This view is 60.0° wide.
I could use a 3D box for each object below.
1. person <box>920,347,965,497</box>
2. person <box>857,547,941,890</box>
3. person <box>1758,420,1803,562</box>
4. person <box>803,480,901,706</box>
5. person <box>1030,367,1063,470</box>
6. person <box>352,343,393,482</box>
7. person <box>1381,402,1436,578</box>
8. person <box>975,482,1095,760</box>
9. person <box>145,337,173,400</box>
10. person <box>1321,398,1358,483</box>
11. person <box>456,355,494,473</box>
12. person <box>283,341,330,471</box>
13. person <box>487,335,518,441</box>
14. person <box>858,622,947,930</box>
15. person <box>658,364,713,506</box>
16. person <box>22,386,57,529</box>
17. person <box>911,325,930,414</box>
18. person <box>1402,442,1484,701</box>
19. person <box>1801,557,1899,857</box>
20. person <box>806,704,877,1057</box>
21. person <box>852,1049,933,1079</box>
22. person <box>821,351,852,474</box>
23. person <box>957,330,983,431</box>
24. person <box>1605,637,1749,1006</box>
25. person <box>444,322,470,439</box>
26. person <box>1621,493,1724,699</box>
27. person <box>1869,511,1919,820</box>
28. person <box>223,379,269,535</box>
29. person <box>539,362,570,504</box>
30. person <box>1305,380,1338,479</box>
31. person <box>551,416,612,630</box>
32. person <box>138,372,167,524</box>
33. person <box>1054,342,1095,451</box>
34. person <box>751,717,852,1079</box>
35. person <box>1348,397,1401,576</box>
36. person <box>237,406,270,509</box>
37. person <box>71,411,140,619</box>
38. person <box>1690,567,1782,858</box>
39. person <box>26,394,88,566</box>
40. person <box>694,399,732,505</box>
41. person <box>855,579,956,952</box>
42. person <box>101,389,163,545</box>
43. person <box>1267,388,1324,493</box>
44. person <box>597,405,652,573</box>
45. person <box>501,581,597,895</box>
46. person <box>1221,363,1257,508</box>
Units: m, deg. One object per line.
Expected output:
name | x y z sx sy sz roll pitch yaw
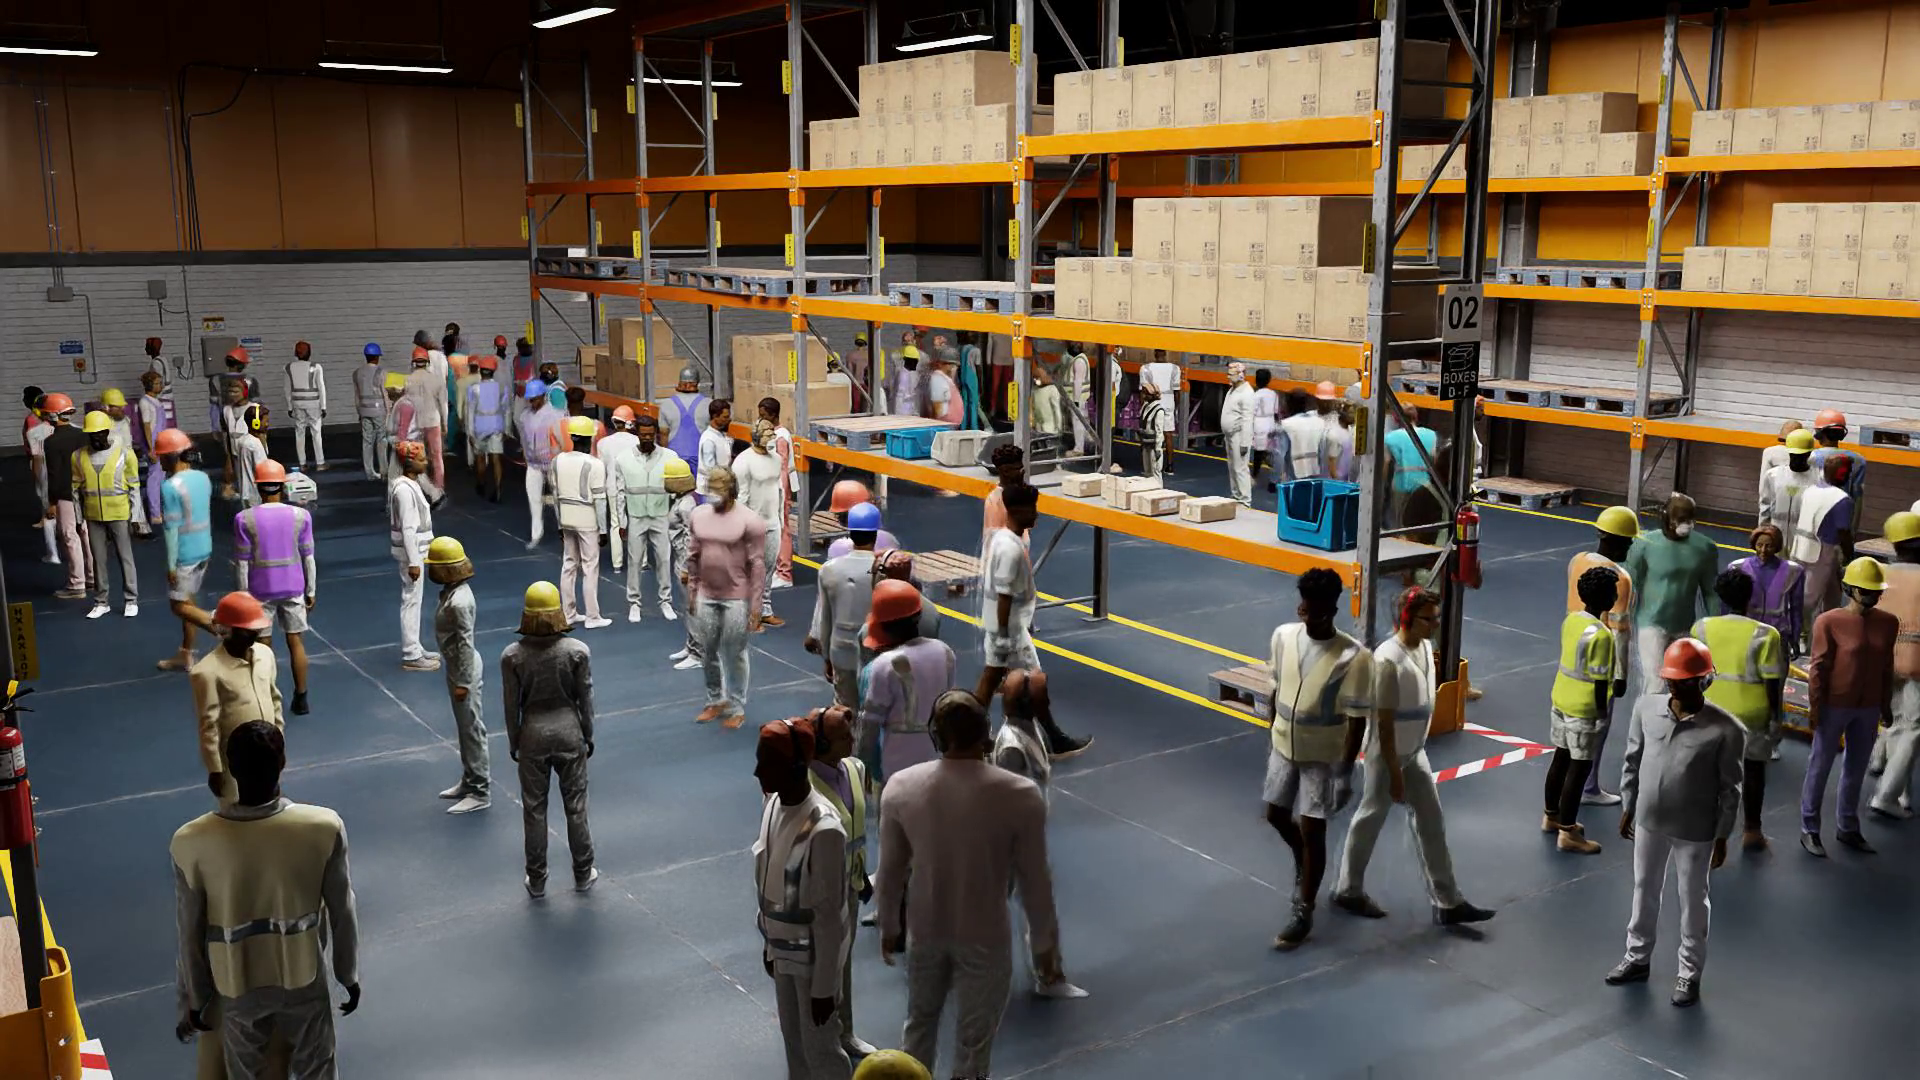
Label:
person | -0.265 -1.566 21.868 0.655 2.000 0.727 1 11 5
person | -0.372 0.983 9.165 0.401 1.910 0.640 6 13 29
person | 8.448 -0.415 17.020 0.507 1.631 0.266 5 12 25
person | -0.733 0.585 11.035 1.024 1.978 0.600 8 13 34
person | 1.168 -1.608 23.196 0.332 1.615 0.512 -9 14 -39
person | -8.157 -1.774 23.199 0.606 1.939 0.417 4 12 21
person | 4.568 -0.506 17.003 0.603 1.814 0.543 -1 11 -5
person | 0.477 0.558 11.275 0.941 1.923 0.636 -1 11 -3
person | -12.064 -2.113 25.073 0.355 1.883 0.573 -3 12 -16
person | 4.040 -0.565 17.290 0.718 1.818 0.553 8 14 35
person | -6.984 -1.815 24.017 0.548 1.698 0.883 -4 12 -18
person | -9.509 -1.944 24.196 0.576 1.886 0.362 0 11 1
person | -7.506 -2.483 27.293 0.563 1.752 0.327 -10 15 -42
person | -0.329 1.185 8.567 0.573 1.738 0.351 10 15 41
person | -3.040 -0.970 18.816 0.682 2.000 0.536 0 11 -2
person | -10.925 -0.982 19.759 0.318 1.697 0.535 -2 11 -12
person | -0.701 -2.741 28.055 0.407 1.976 0.641 2 11 9
person | 3.777 0.158 13.043 0.693 2.000 1.044 -8 13 -34
person | 5.164 0.962 9.636 0.530 1.768 0.312 -2 11 -8
person | -0.565 1.505 7.165 0.308 1.645 0.515 7 13 30
person | -0.159 2.062 4.062 0.296 1.744 0.484 5 12 23
person | -1.810 -1.836 23.987 0.522 1.758 0.350 -6 12 -26
person | 0.179 -2.590 27.608 0.346 1.846 0.507 -11 15 -43
person | 3.381 1.313 7.871 0.326 1.752 0.559 -10 15 -41
person | -8.375 -2.647 27.661 0.627 1.941 0.370 9 14 40
person | 4.725 0.638 10.958 0.652 1.891 0.966 -2 11 -10
person | 5.848 0.781 10.223 0.583 1.900 0.706 -10 15 -42
person | -8.244 -0.955 19.280 0.561 1.836 0.387 4 12 19
person | -5.235 -1.383 21.489 0.430 1.831 0.634 -4 12 -19
person | 4.014 -0.823 18.409 0.554 1.911 0.856 3 11 13
person | -3.400 -0.157 14.977 0.588 1.918 0.397 6 13 29
person | -9.701 -1.107 20.048 0.371 1.841 0.535 -2 11 -12
person | 1.827 -2.334 26.168 0.930 1.896 0.630 9 14 39
person | -0.593 1.567 6.270 0.356 1.876 0.575 -6 13 -28
person | 4.312 -0.582 17.149 0.657 1.920 0.427 -7 13 -32
person | -6.911 -0.403 16.405 0.350 1.855 0.528 -9 14 -39
person | -7.865 -0.233 15.335 0.587 1.927 0.367 -2 11 -8
person | 4.510 0.994 9.709 0.551 1.665 0.615 10 15 42
person | -9.522 -0.627 17.585 0.797 1.844 0.526 9 14 40
person | -2.433 -0.456 16.542 0.391 1.905 0.599 0 11 2
person | -0.265 1.129 8.465 0.423 1.906 0.562 9 14 38
person | -9.465 -0.802 18.655 0.858 1.778 0.599 3 11 14
person | 3.560 -0.641 17.513 0.780 1.897 0.519 -8 14 -36
person | -3.473 -0.526 17.290 0.564 1.747 0.339 0 11 2
person | -2.236 1.080 9.093 0.486 1.744 0.298 -3 11 -13
person | 3.425 -1.250 20.629 0.398 1.898 0.646 -2 11 -10
